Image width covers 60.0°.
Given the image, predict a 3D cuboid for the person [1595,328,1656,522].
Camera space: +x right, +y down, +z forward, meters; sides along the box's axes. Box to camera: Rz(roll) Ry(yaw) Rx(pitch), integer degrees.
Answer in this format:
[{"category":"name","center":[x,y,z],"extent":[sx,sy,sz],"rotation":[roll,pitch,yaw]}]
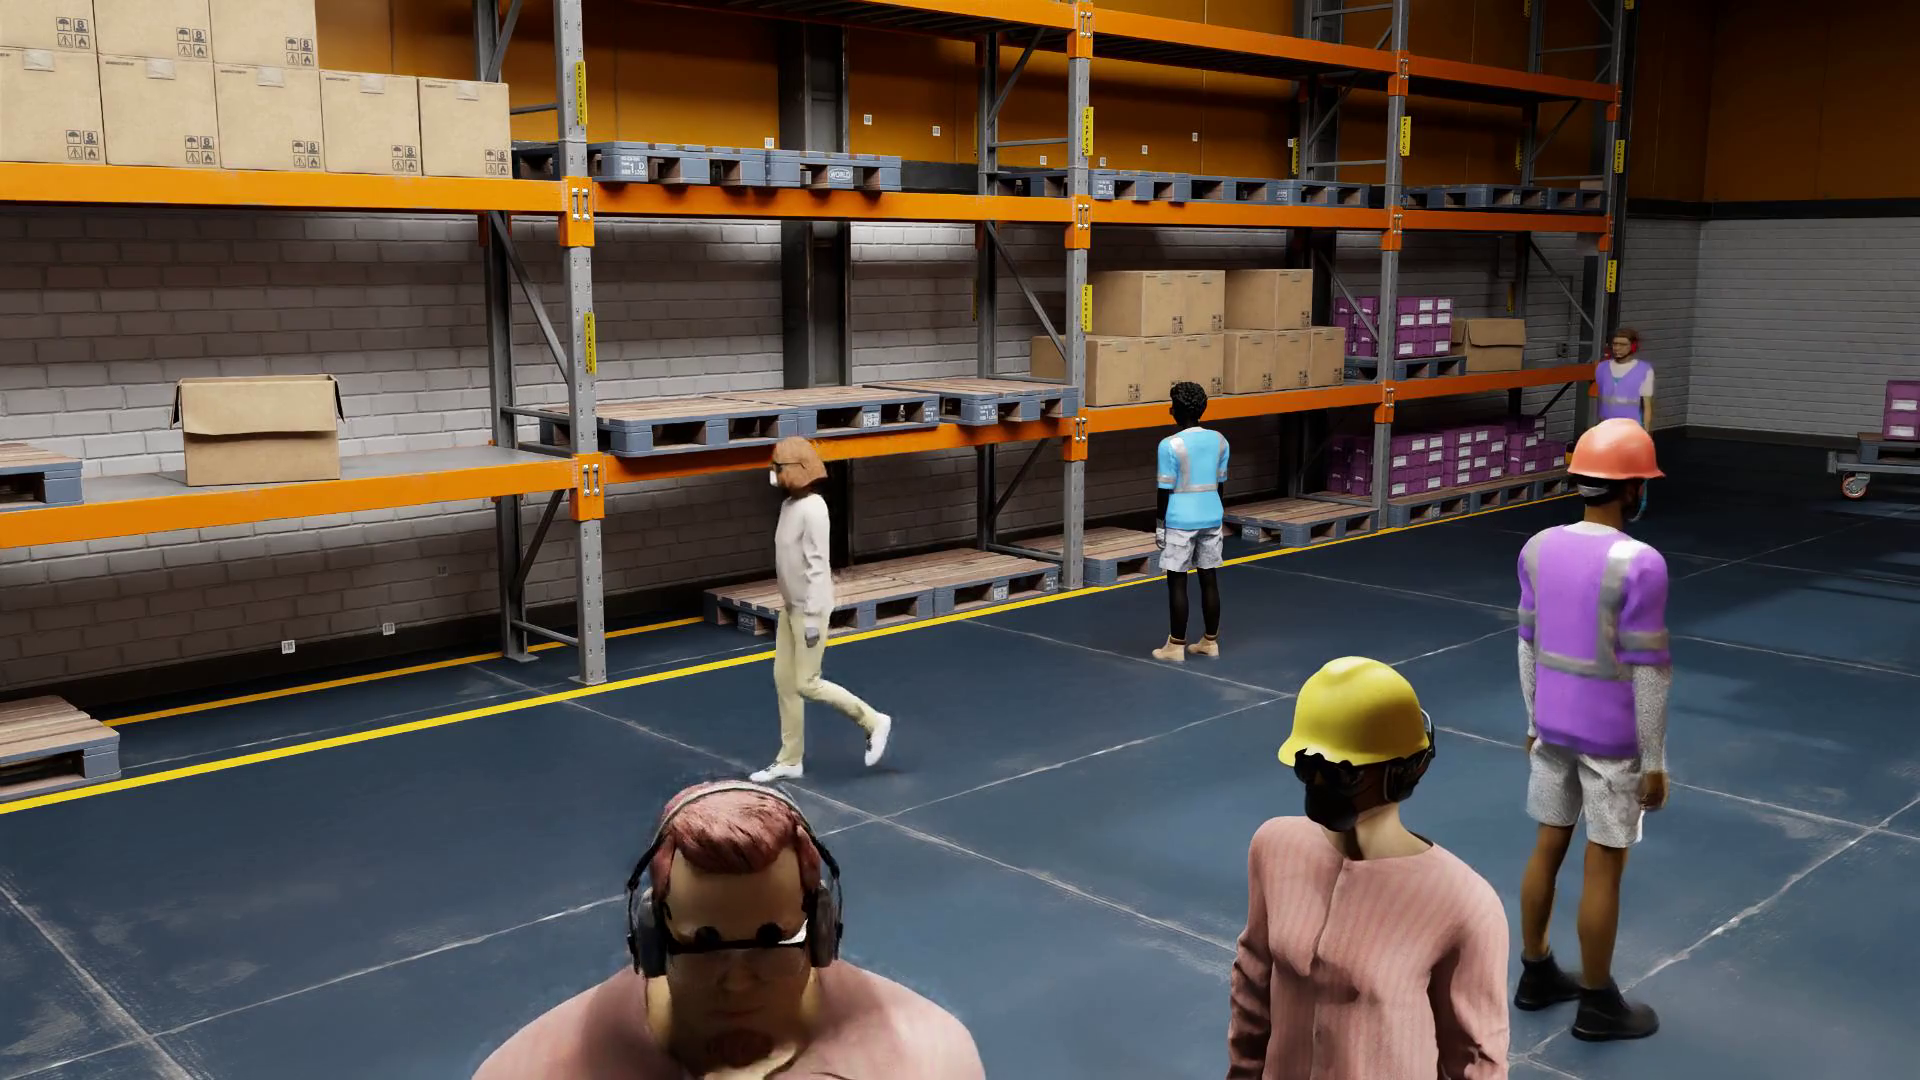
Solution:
[{"category":"person","center":[5.988,-1.014,14.989],"extent":[0.956,1.801,0.575],"rotation":[-9,13,-42]}]

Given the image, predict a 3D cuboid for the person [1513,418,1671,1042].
[{"category":"person","center":[1.990,0.587,5.202],"extent":[0.367,1.938,0.545],"rotation":[-5,11,-26]}]

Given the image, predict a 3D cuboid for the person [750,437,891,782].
[{"category":"person","center":[-0.657,0.324,7.663],"extent":[0.578,1.618,0.505],"rotation":[-4,11,-24]}]

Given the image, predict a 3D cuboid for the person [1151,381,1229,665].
[{"category":"person","center":[1.375,-0.097,9.935],"extent":[0.534,1.694,0.321],"rotation":[-6,12,-33]}]

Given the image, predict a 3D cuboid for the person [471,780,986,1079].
[{"category":"person","center":[-0.277,1.169,2.061],"extent":[0.651,1.857,1.003],"rotation":[-1,10,-6]}]

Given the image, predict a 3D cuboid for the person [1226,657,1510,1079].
[{"category":"person","center":[0.674,1.066,2.904],"extent":[0.319,1.767,0.534],"rotation":[-9,13,-42]}]
